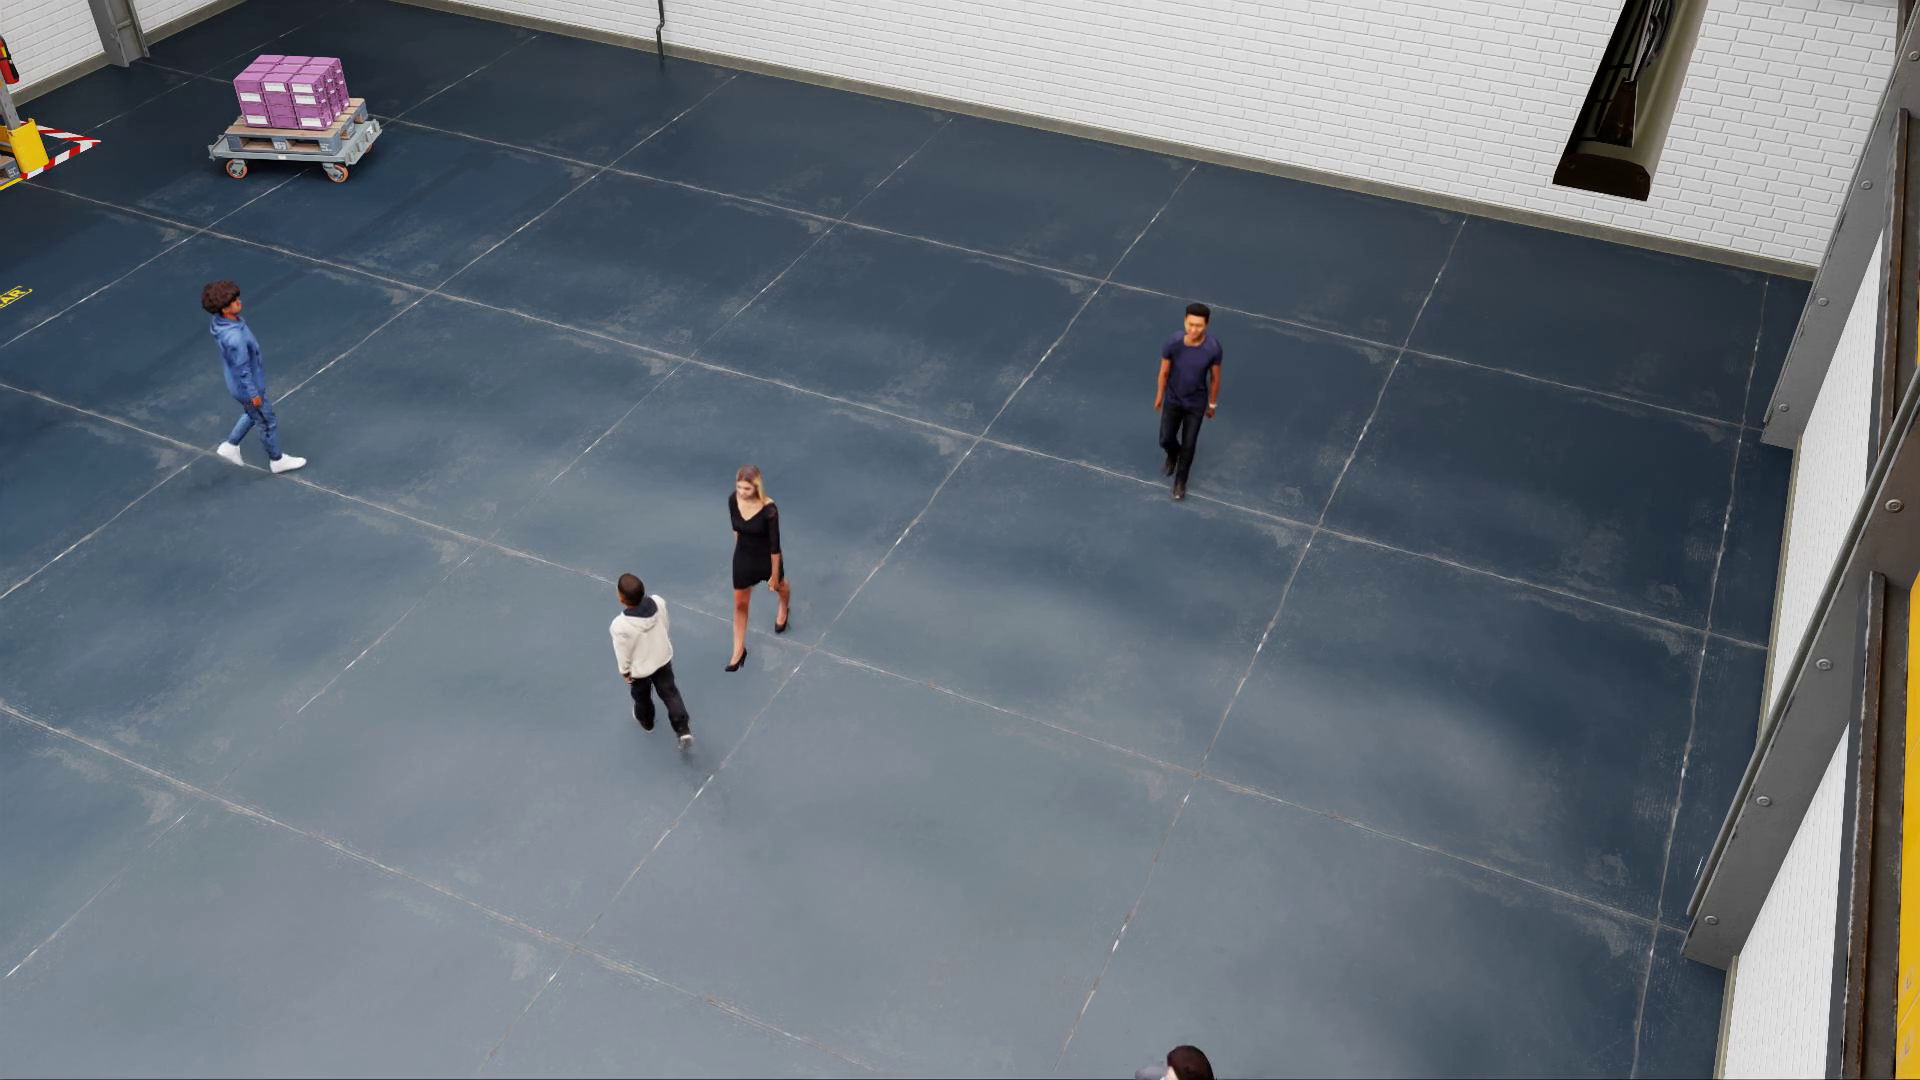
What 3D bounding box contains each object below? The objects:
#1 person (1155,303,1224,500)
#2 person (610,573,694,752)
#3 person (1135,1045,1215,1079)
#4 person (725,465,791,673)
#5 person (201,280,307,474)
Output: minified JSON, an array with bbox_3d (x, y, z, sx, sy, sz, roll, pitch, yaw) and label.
[{"bbox_3d":[1.834,-1.177,13.402,0.733,1.786,0.774,9,39,11],"label":"person"},{"bbox_3d":[-2.058,0.831,11.164,0.932,1.441,0.904,-25,45,-28],"label":"person"},{"bbox_3d":[1.067,2.936,8.281,0.638,1.750,0.630,20,43,23],"label":"person"},{"bbox_3d":[-1.390,0.101,11.926,0.613,1.631,1.047,13,41,16],"label":"person"},{"bbox_3d":[-5.881,-1.284,13.524,1.029,1.801,0.940,-19,42,-22],"label":"person"}]
